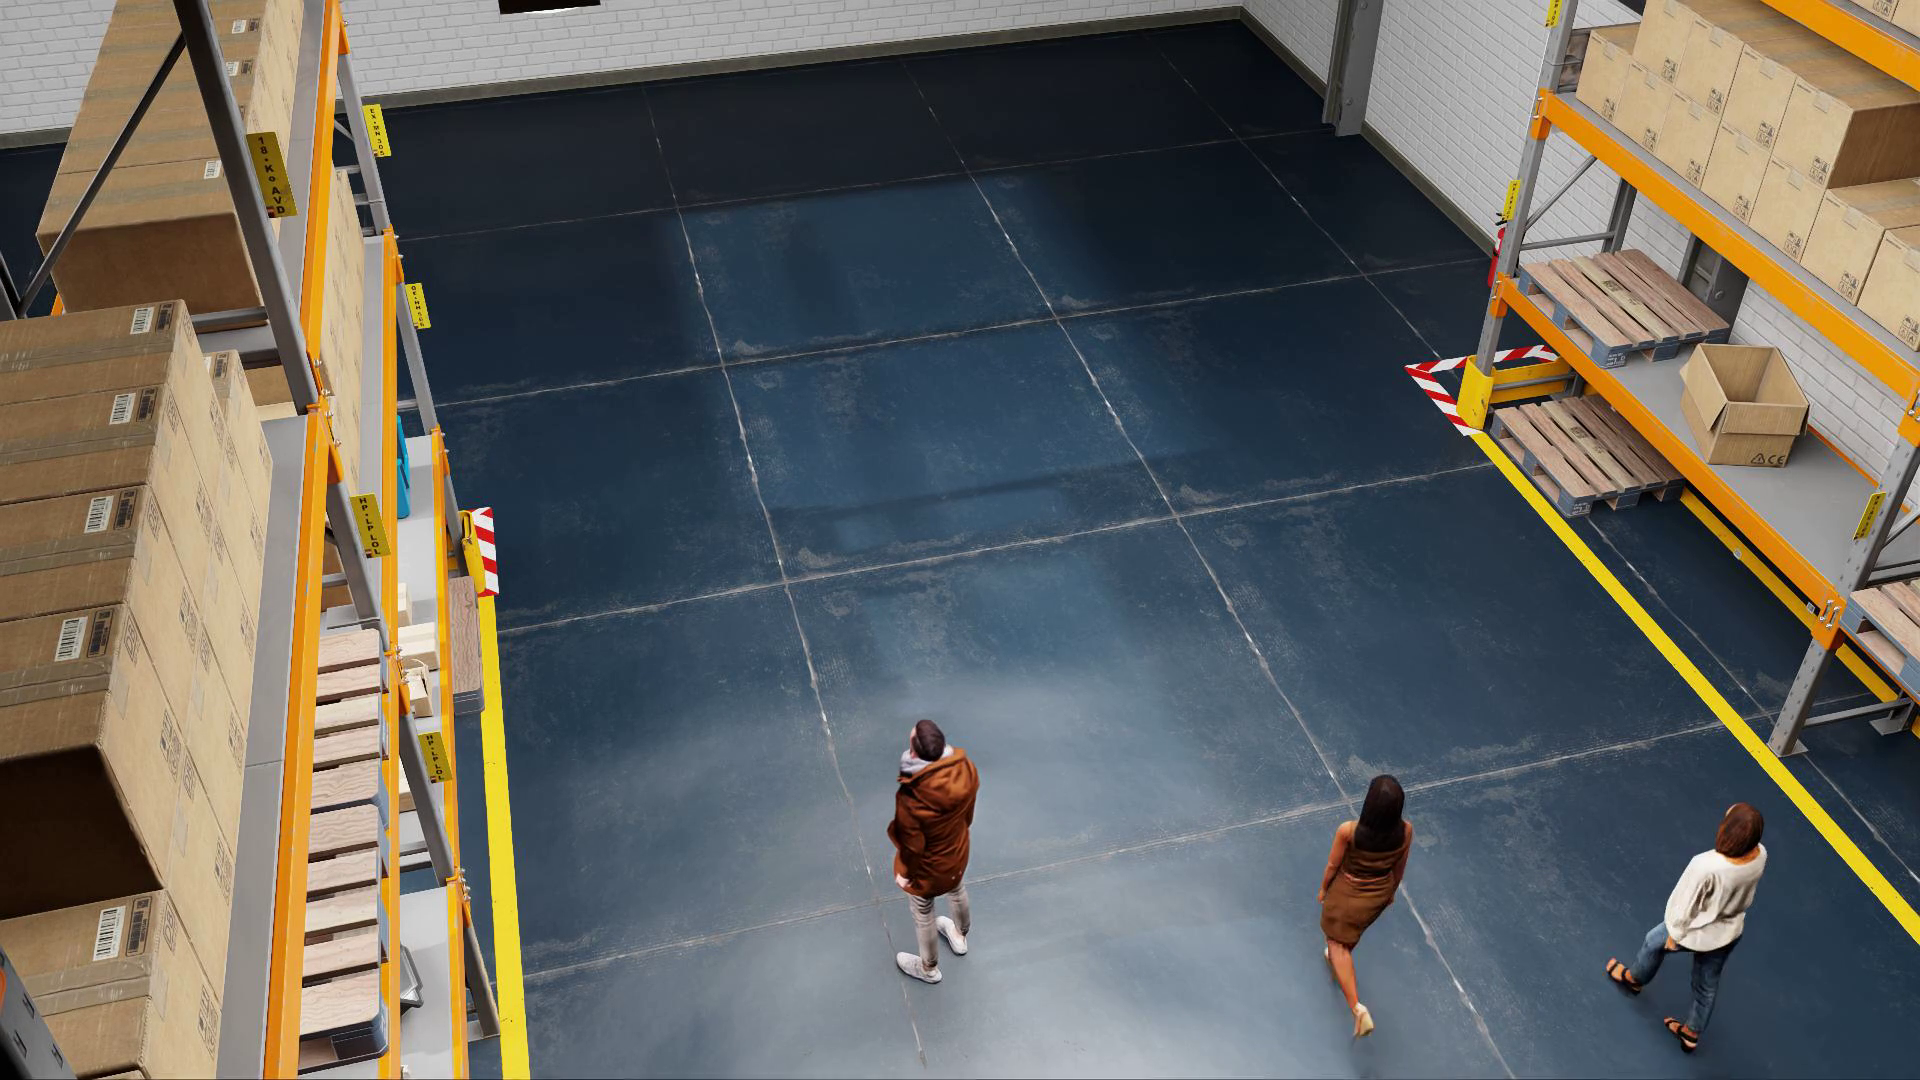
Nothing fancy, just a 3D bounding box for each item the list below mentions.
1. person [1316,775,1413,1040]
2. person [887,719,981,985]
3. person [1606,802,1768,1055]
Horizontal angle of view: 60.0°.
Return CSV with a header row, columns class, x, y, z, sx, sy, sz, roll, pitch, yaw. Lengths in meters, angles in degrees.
class,x,y,z,sx,sy,sz,roll,pitch,yaw
person,2.092,1.906,8.660,0.633,1.666,0.976,-5,39,-6
person,-0.132,1.654,8.840,0.872,1.836,0.841,30,47,32
person,3.853,2.040,8.497,0.637,1.661,0.836,-10,40,-12
